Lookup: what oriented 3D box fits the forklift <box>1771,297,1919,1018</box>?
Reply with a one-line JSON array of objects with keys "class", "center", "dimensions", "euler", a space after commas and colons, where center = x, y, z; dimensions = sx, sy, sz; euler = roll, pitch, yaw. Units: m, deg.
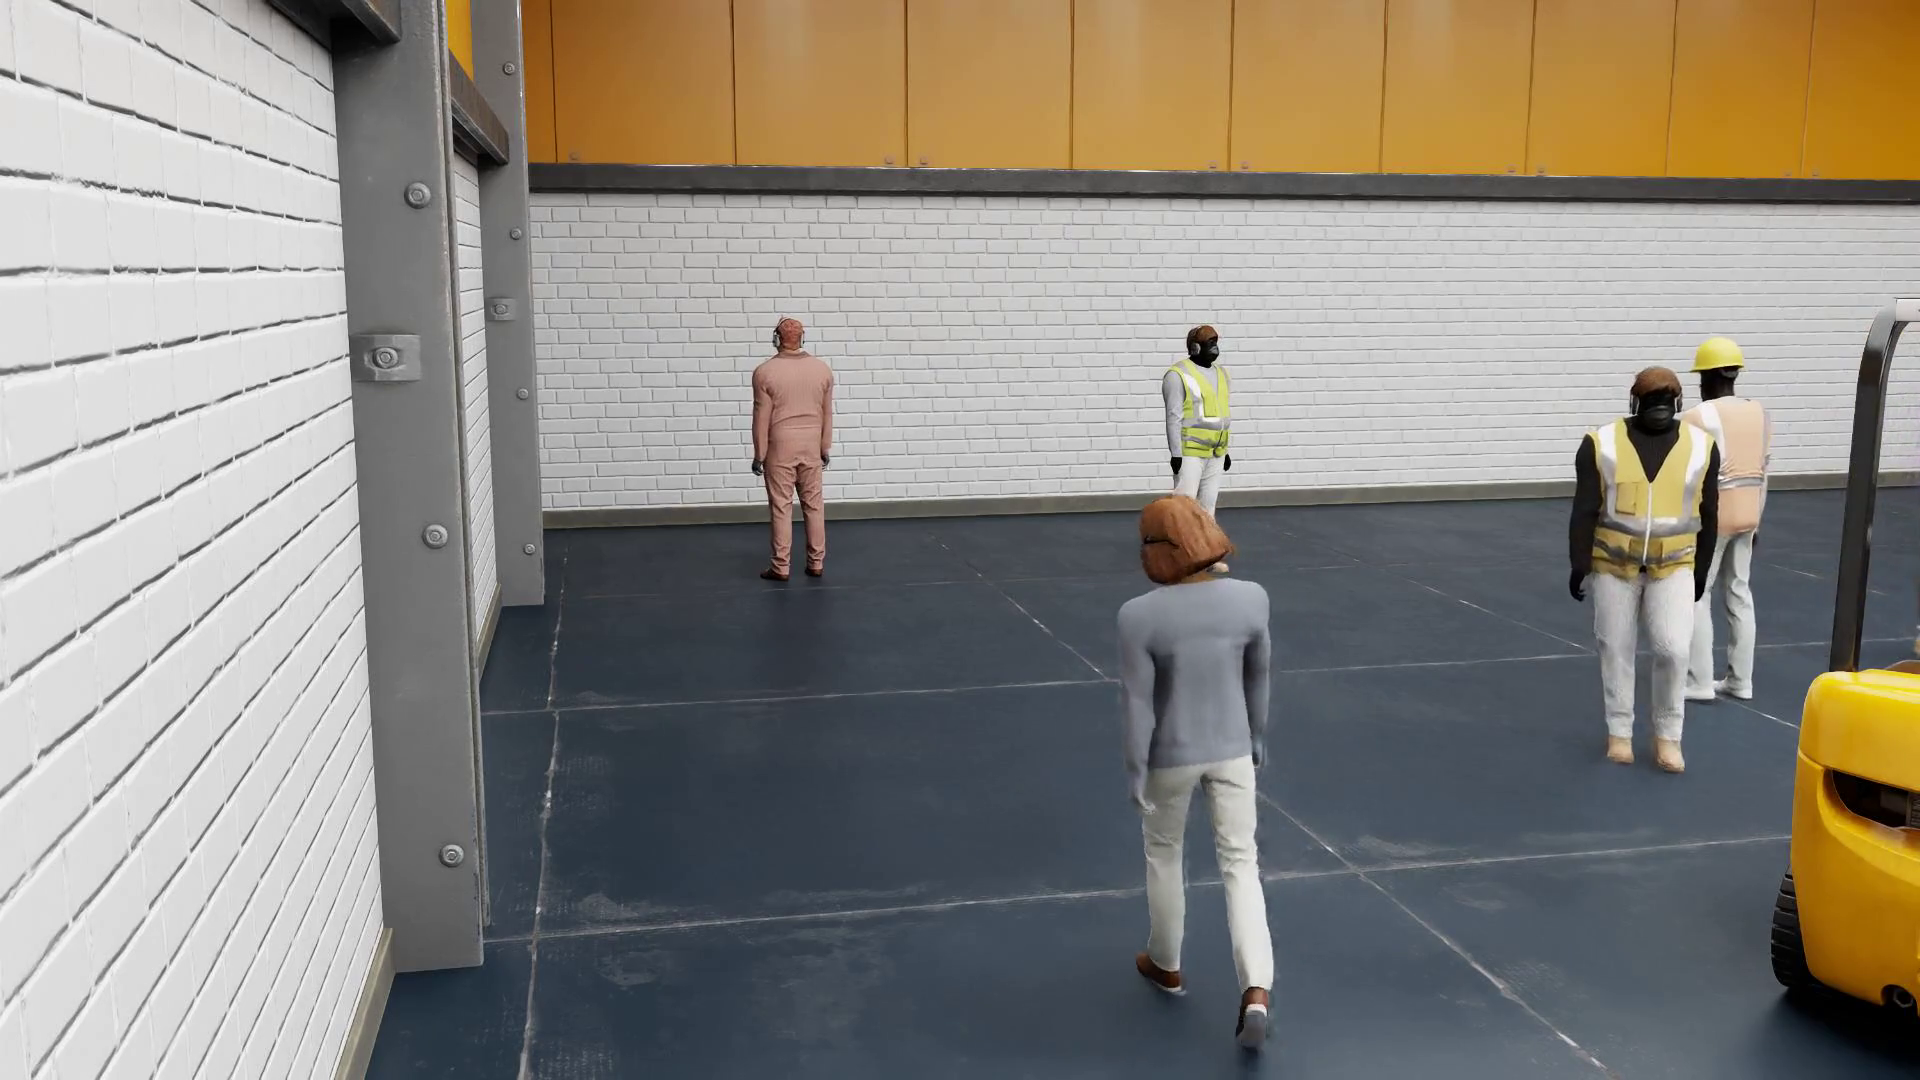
[{"class": "forklift", "center": [3.542, 0.334, 5.177], "dimensions": [2.313, 2.155, 1.214], "euler": [-9, 13, -43]}]

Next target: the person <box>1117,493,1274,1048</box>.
[{"class": "person", "center": [0.716, 0.661, 4.942], "dimensions": [0.509, 1.607, 0.744], "euler": [-2, 9, -9]}]

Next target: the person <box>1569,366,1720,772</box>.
[{"class": "person", "center": [3.071, 0.136, 7.503], "dimensions": [0.642, 1.820, 0.572], "euler": [3, 10, 19]}]

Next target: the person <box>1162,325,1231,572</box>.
[{"class": "person", "center": [1.777, -0.656, 12.275], "dimensions": [0.627, 1.847, 0.429], "euler": [-8, 12, -39]}]

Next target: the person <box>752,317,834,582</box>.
[{"class": "person", "center": [-1.230, -0.653, 12.067], "dimensions": [0.641, 1.909, 0.409], "euler": [-6, 11, -32]}]

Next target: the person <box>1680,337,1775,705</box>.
[{"class": "person", "center": [3.975, -0.104, 8.742], "dimensions": [0.597, 1.914, 0.436], "euler": [-4, 10, -21]}]
